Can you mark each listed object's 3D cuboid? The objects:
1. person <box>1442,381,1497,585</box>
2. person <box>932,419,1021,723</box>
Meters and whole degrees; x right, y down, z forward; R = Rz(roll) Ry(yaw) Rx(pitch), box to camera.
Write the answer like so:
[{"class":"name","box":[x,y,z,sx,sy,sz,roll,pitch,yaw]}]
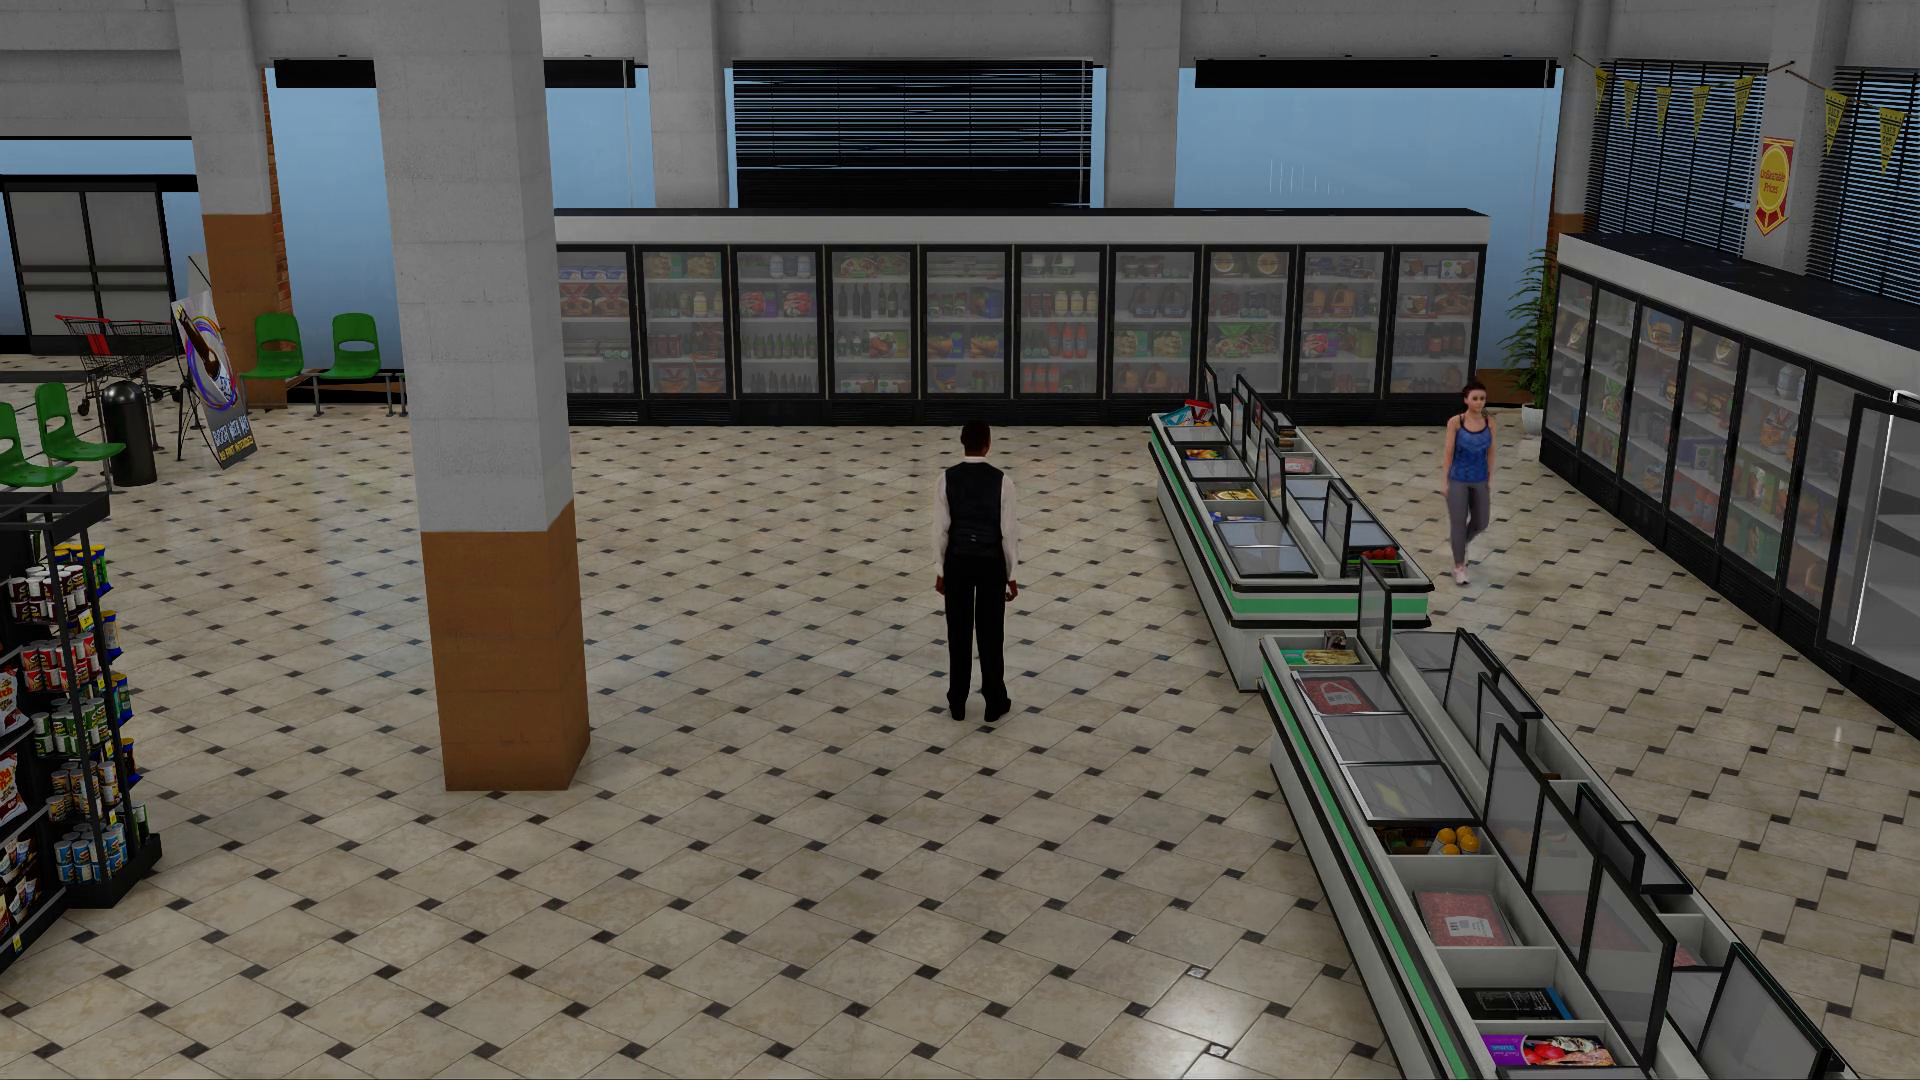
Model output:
[{"class":"person","box":[3.970,-0.469,13.086,0.560,1.599,0.731,-1,17,-2]},{"class":"person","box":[0.090,0.189,10.373,0.729,1.917,0.623,3,17,8]}]
